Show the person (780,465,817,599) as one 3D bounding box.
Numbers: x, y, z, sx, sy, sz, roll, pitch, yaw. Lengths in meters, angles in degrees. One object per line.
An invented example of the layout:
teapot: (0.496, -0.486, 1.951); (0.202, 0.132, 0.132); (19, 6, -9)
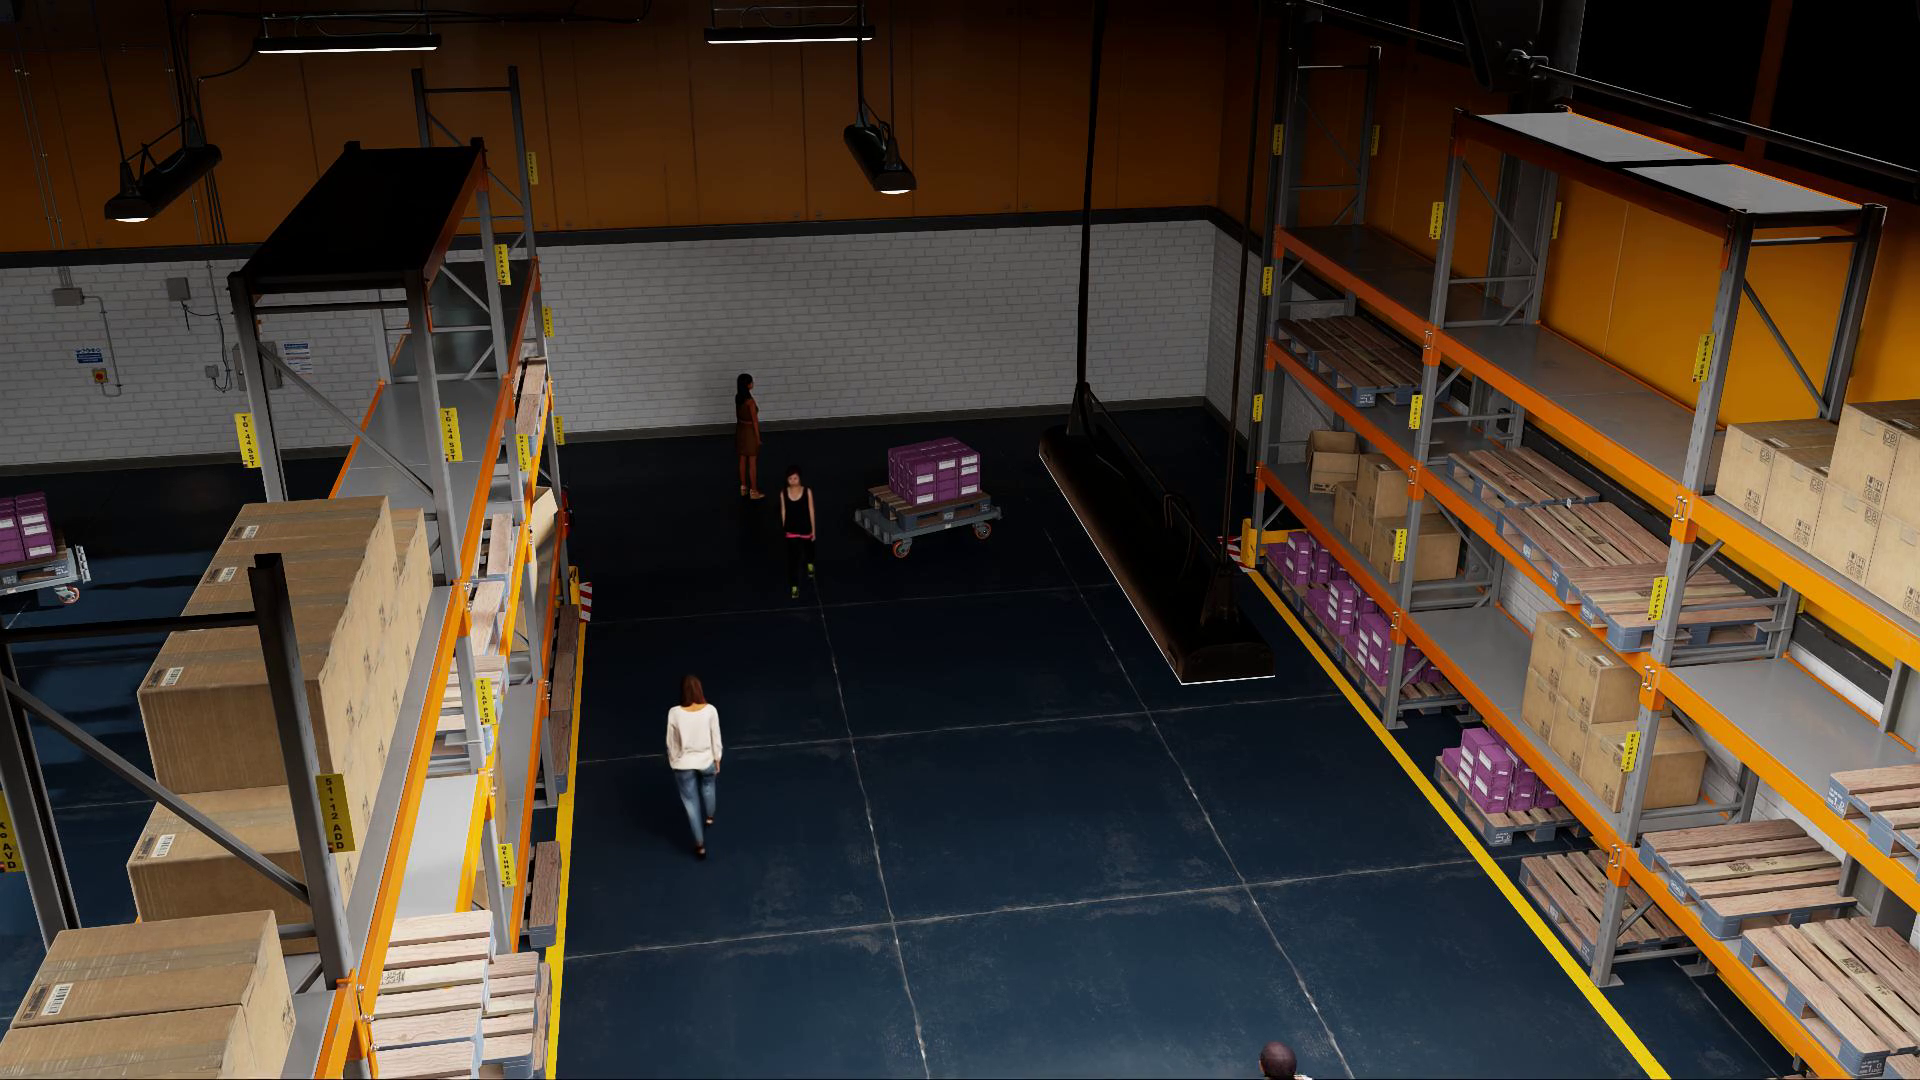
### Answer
person: (-1.831, -0.153, 19.136); (0.631, 1.526, 1.017); (-1, 24, -2)

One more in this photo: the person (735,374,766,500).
person: (-2.769, -1.359, 21.691); (0.703, 1.690, 0.600); (-19, 30, -36)

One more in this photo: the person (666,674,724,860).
person: (-2.253, 1.953, 14.152); (0.660, 1.658, 0.916); (-7, 24, -15)
